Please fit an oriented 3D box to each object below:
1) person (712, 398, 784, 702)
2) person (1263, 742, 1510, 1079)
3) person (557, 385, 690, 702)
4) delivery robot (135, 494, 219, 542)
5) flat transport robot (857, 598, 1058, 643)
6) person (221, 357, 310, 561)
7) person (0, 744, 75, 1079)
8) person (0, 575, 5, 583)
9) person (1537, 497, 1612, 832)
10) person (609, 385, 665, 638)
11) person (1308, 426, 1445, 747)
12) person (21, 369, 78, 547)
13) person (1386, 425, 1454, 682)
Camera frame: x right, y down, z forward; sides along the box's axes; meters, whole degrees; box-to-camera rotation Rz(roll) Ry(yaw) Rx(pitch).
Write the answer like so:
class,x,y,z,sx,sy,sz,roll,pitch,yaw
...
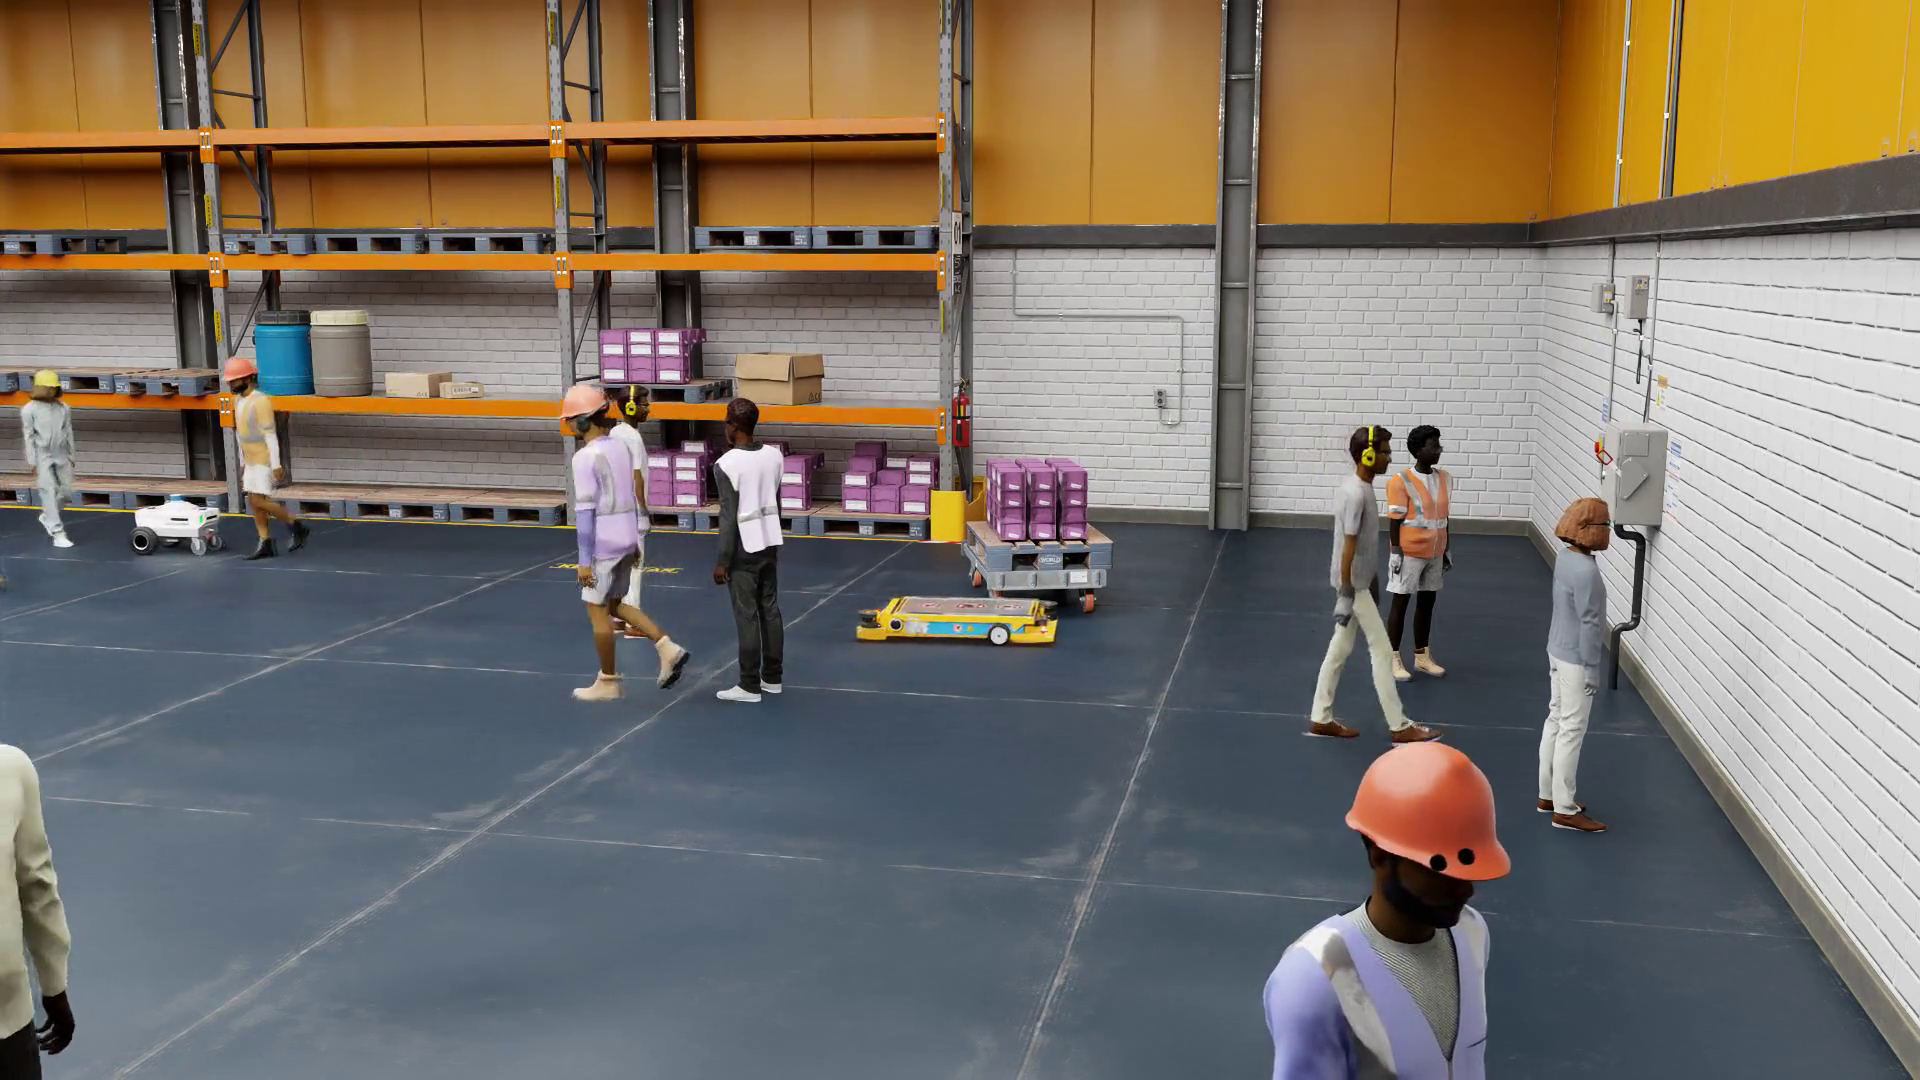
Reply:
class,x,y,z,sx,sy,sz,roll,pitch,yaw
person,-1.322,0.065,10.483,0.395,1.920,0.587,6,11,31
person,0.807,1.305,3.089,0.552,1.932,0.377,-8,12,-38
person,-2.135,0.039,10.386,0.724,2.017,0.613,2,10,13
delivery robot,-7.414,-0.193,15.763,0.707,0.478,0.477,1,10,7
flat transport robot,-0.004,0.582,12.292,1.431,0.197,0.652,1,10,6
person,-6.471,-0.750,15.375,0.551,1.905,0.603,9,13,42
person,-2.478,1.137,3.987,0.771,1.970,0.624,4,11,25
person,-8.398,-0.486,13.825,0.725,1.896,0.508,8,13,40
person,3.033,0.599,8.166,0.279,1.633,0.500,1,10,4
person,-2.421,-0.211,12.277,0.315,1.865,0.526,-6,11,-32
person,2.387,0.270,9.504,0.746,1.846,0.576,2,10,12
person,-8.842,-0.798,16.145,0.577,1.726,0.504,5,11,28
person,3.048,0.082,11.031,0.535,1.700,0.318,-5,11,-27
